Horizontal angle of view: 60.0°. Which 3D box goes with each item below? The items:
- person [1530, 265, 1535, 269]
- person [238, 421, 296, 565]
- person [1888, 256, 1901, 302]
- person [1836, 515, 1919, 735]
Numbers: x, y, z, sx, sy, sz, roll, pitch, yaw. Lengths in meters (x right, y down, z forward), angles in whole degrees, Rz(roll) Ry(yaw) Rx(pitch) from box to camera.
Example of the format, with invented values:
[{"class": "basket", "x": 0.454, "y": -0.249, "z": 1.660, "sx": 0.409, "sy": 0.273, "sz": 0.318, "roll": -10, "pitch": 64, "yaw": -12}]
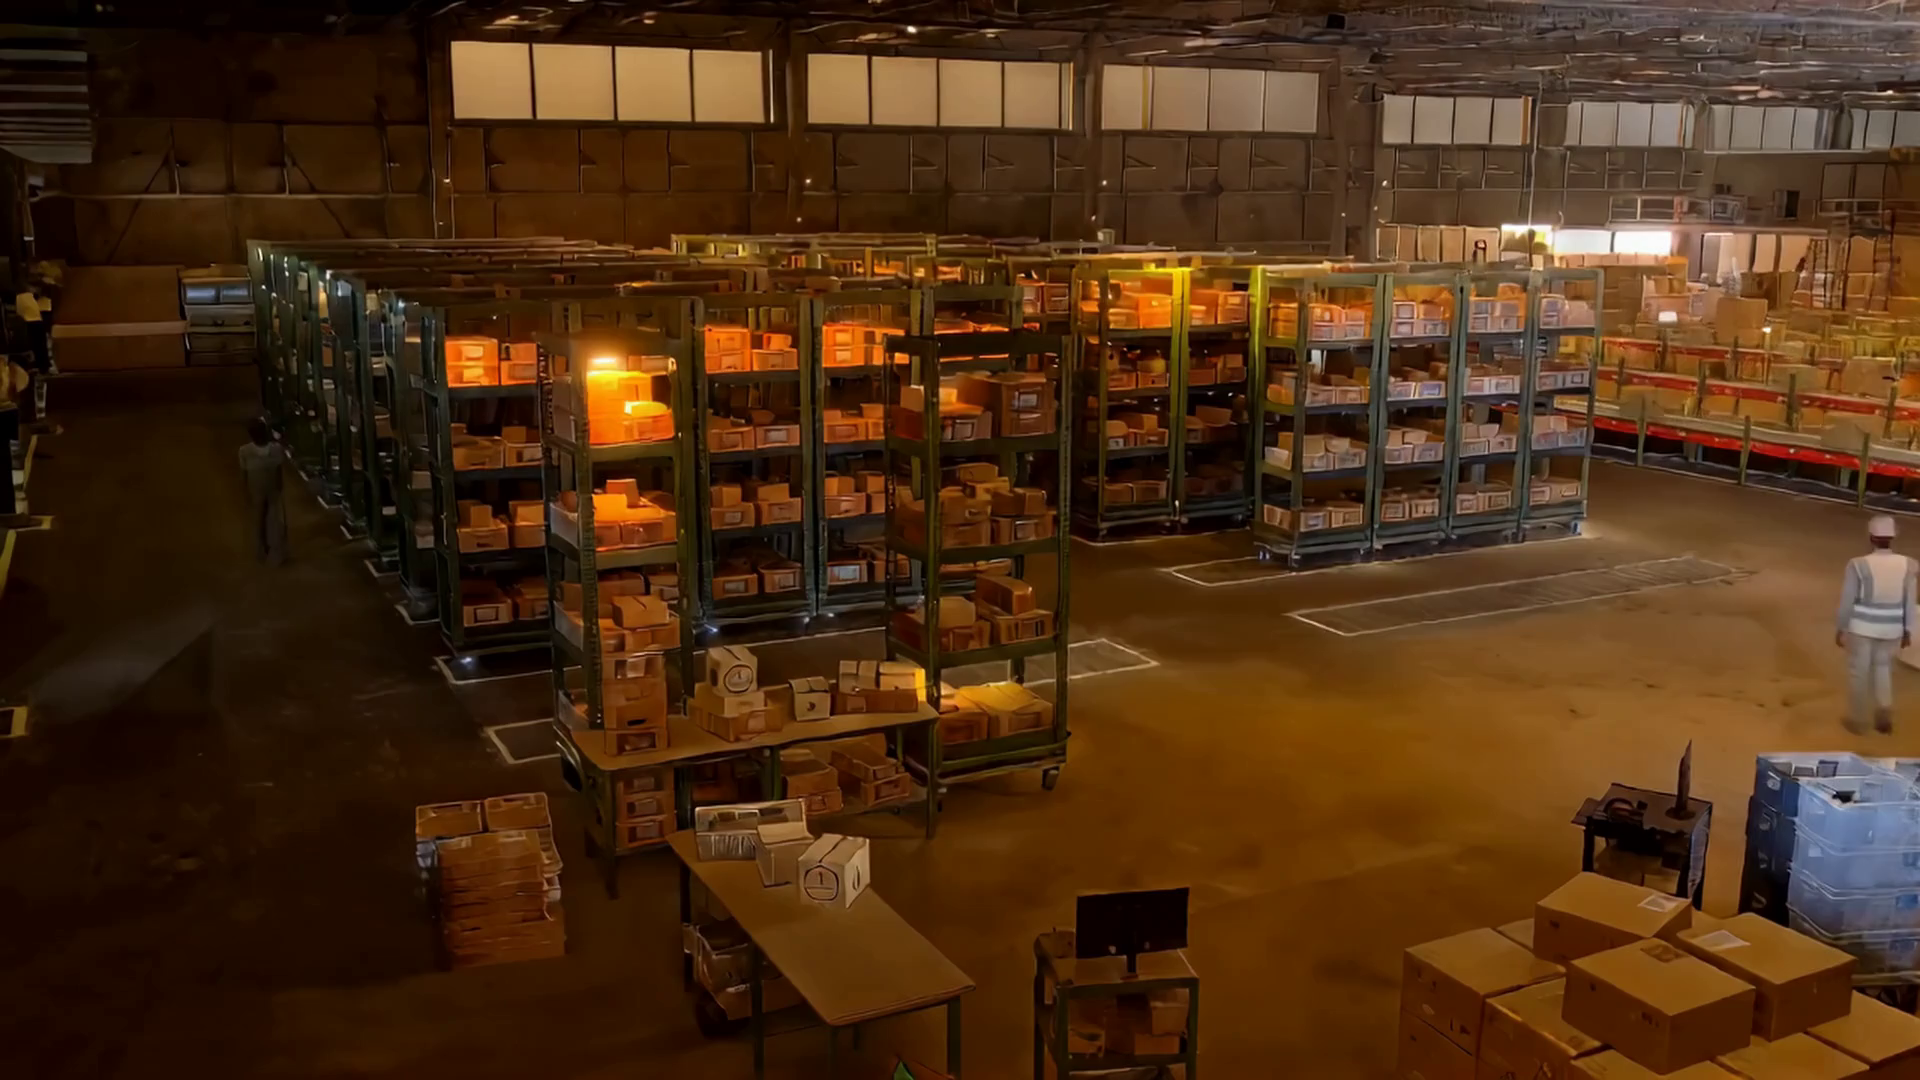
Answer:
[{"class": "person", "x": 19.515, "y": -8.409, "z": 56.865, "sx": 0.640, "sy": 2.023, "sz": 0.624, "roll": 12, "pitch": 17, "yaw": 43}, {"class": "person", "x": -8.618, "y": -0.567, "z": 20.673, "sx": 0.576, "sy": 1.817, "sz": 0.824, "roll": -10, "pitch": 15, "yaw": -38}, {"class": "person", "x": 37.686, "y": -10.499, "z": 66.991, "sx": 0.452, "sy": 1.868, "sz": 0.614, "roll": 7, "pitch": 14, "yaw": 31}, {"class": "person", "x": 7.828, "y": 0.741, "z": 14.259, "sx": 0.631, "sy": 1.936, "sz": 0.430, "roll": 1, "pitch": 12, "yaw": 3}]
